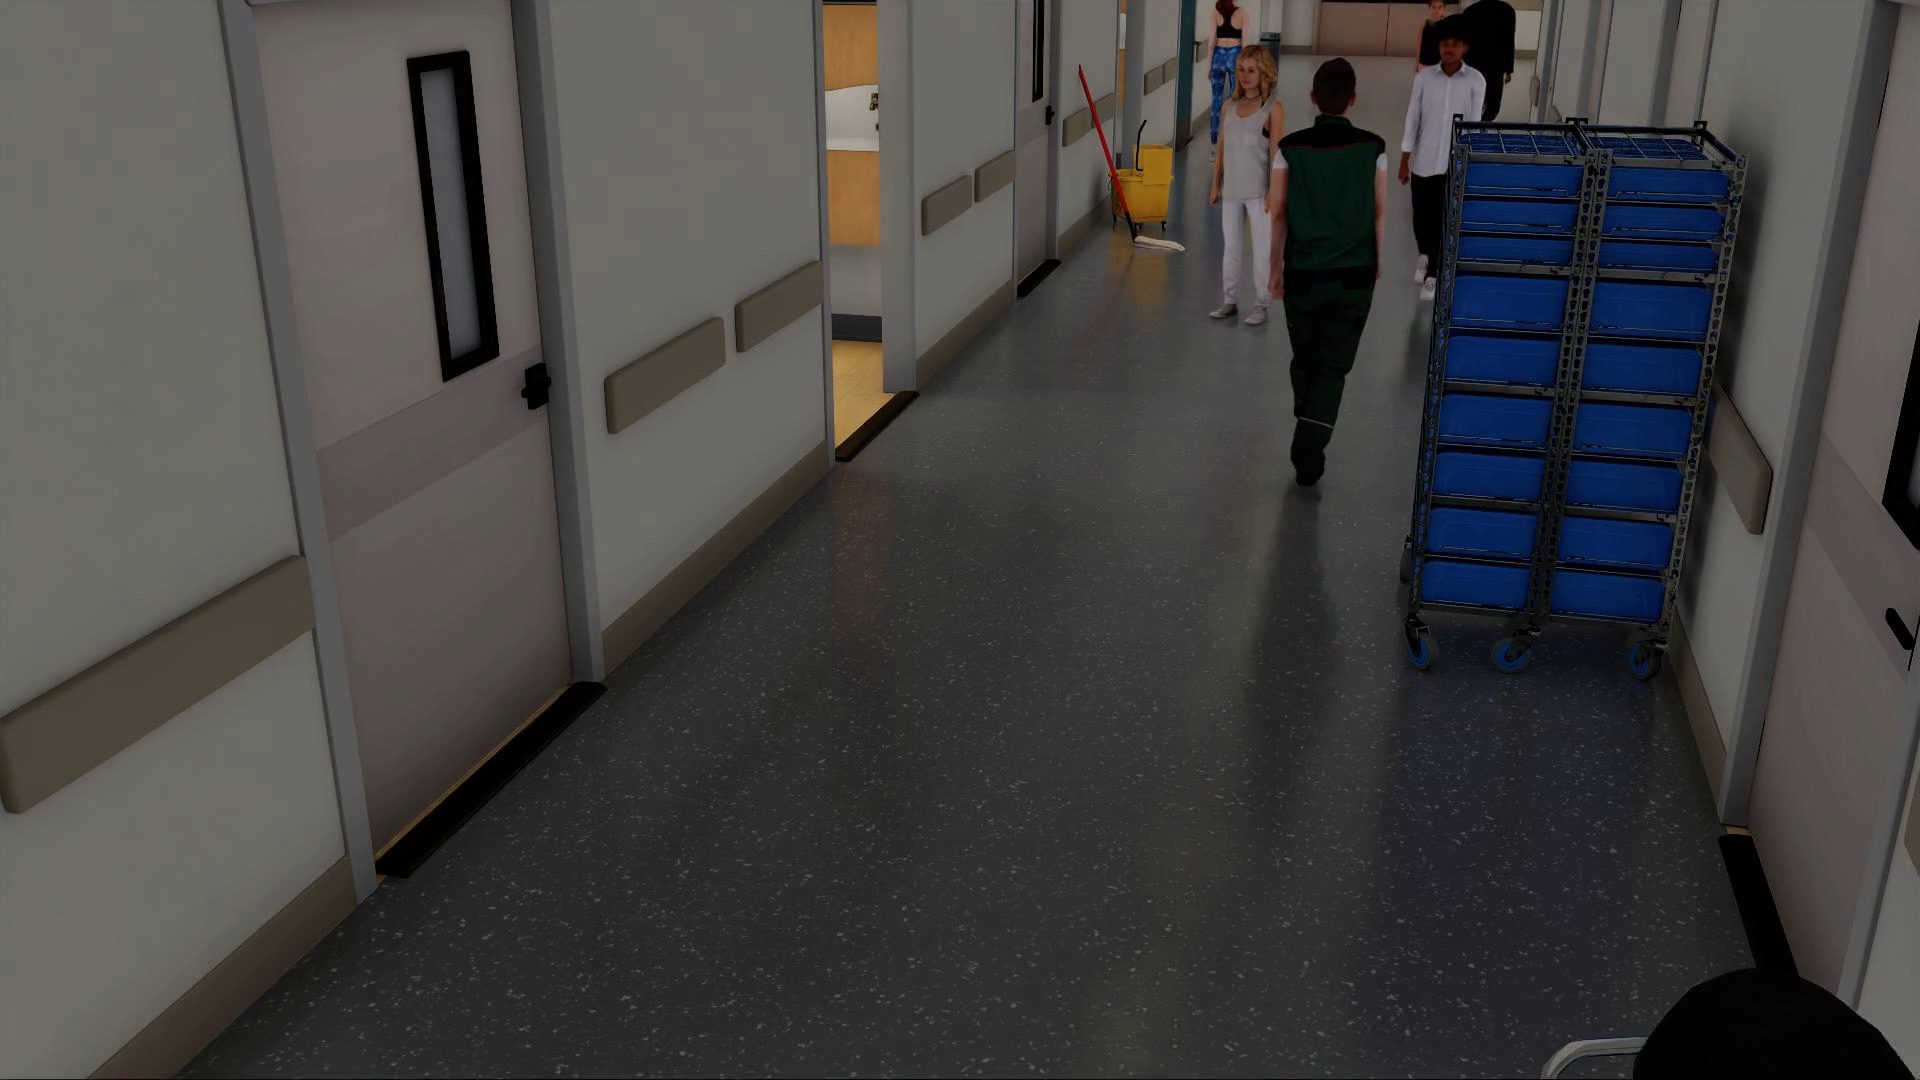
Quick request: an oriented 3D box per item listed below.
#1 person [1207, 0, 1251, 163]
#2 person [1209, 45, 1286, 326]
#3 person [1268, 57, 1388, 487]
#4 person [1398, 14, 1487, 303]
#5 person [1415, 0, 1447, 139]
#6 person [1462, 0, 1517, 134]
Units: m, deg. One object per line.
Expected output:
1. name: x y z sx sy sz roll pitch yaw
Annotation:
1. person: 2.705 -4.745 16.825 0.580 1.784 0.560 7 22 18
2. person: 1.786 -2.177 10.206 0.690 1.670 0.687 18 27 39
3. person: 1.593 -1.110 7.226 0.693 1.786 1.152 7 22 18
4. person: 3.141 -2.490 10.881 0.751 1.777 1.135 10 23 24
5. person: 5.255 -5.239 18.474 0.550 1.540 0.869 6 22 16
6. person: 5.216 -4.660 16.585 0.895 1.796 1.117 12 24 29
